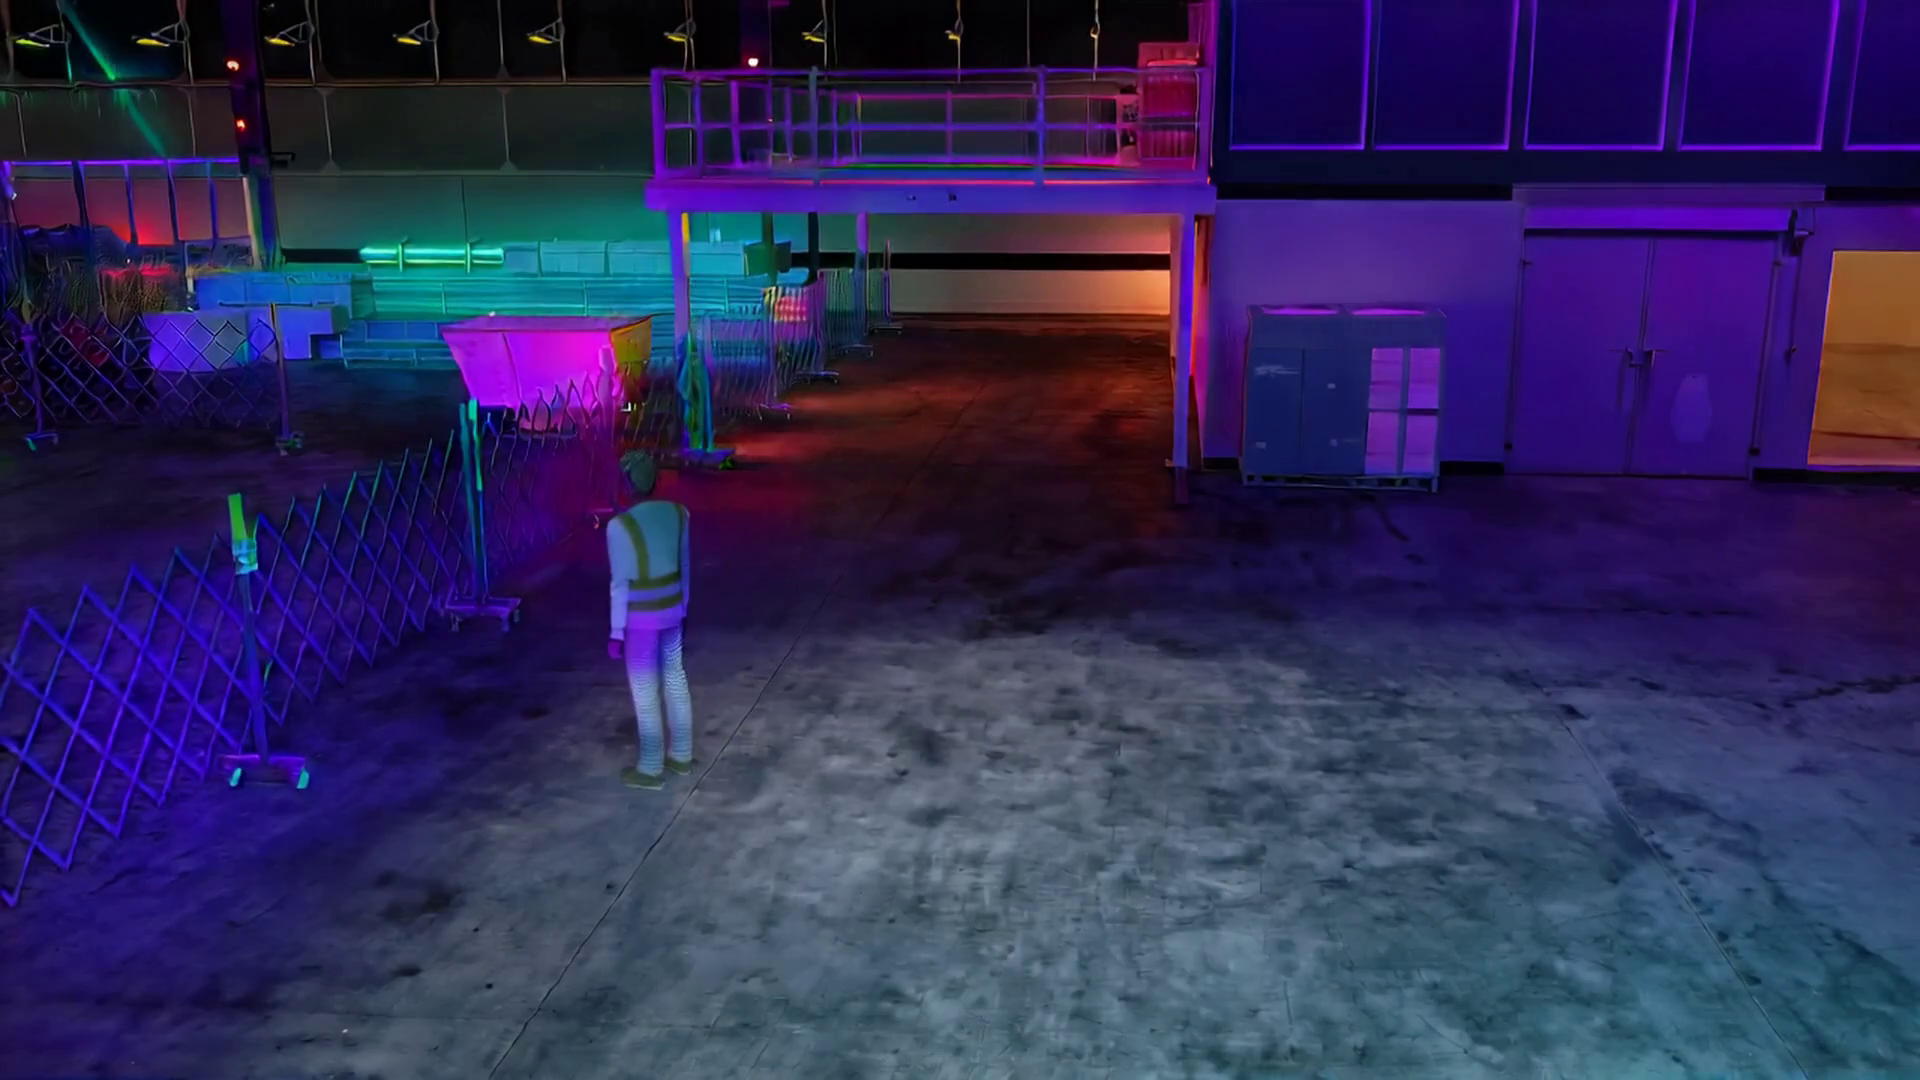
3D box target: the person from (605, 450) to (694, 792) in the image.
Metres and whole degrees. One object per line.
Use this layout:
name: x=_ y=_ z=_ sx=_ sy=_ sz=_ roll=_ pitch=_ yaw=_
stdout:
person: x=-1.693 y=0.439 z=9.075 sx=0.349 sy=1.881 sz=0.577 roll=10 pitch=17 yaw=34
